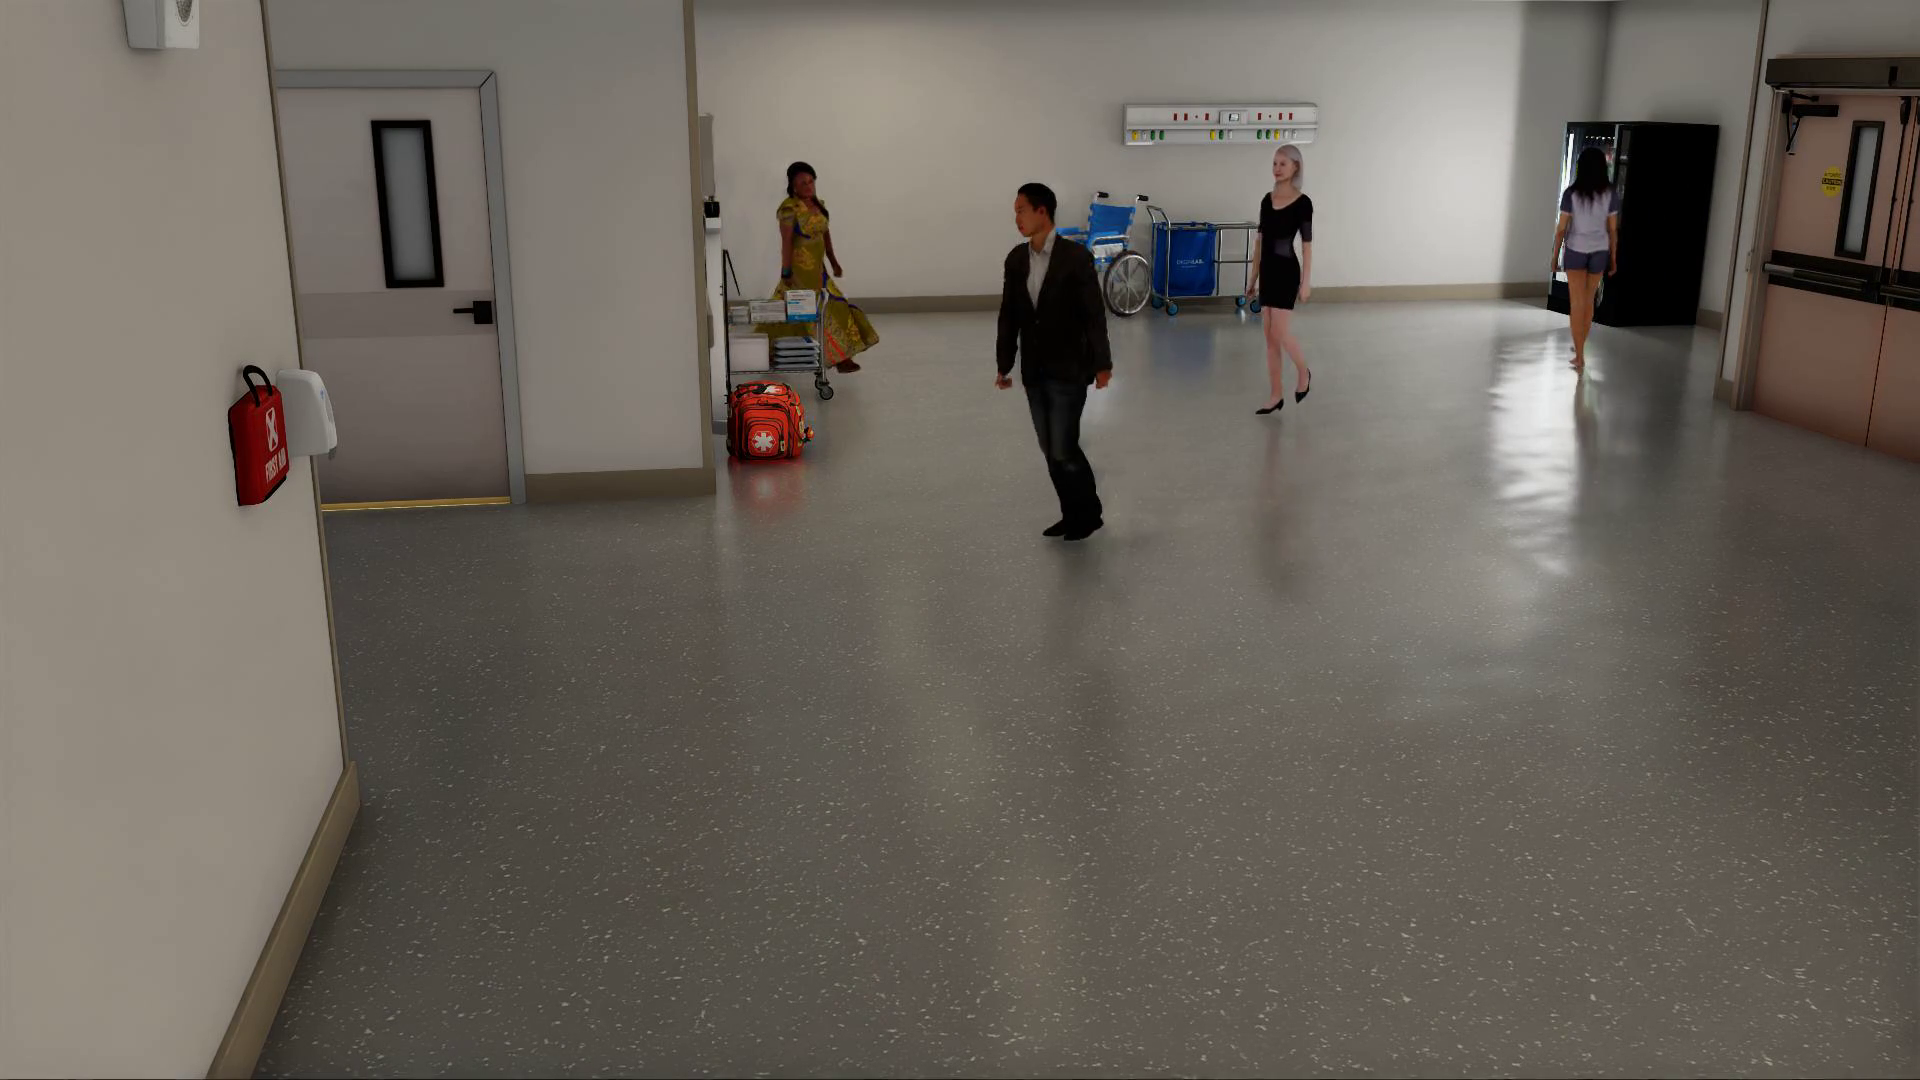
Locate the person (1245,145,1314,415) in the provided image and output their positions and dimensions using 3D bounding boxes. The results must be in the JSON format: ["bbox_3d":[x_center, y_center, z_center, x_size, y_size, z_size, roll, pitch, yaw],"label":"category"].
[{"bbox_3d":[2.253,-1.771,11.398,0.803,1.823,0.753,-11,19,-35],"label":"person"}]

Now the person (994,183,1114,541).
[{"bbox_3d":[0.536,-0.863,8.276,0.817,1.769,0.900,9,18,28],"label":"person"}]

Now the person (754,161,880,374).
[{"bbox_3d":[-1.281,-2.071,12.873,1.313,1.599,1.440,6,17,20],"label":"person"}]

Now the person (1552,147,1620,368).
[{"bbox_3d":[5.002,-2.226,13.224,0.732,1.709,0.890,1,16,4],"label":"person"}]
